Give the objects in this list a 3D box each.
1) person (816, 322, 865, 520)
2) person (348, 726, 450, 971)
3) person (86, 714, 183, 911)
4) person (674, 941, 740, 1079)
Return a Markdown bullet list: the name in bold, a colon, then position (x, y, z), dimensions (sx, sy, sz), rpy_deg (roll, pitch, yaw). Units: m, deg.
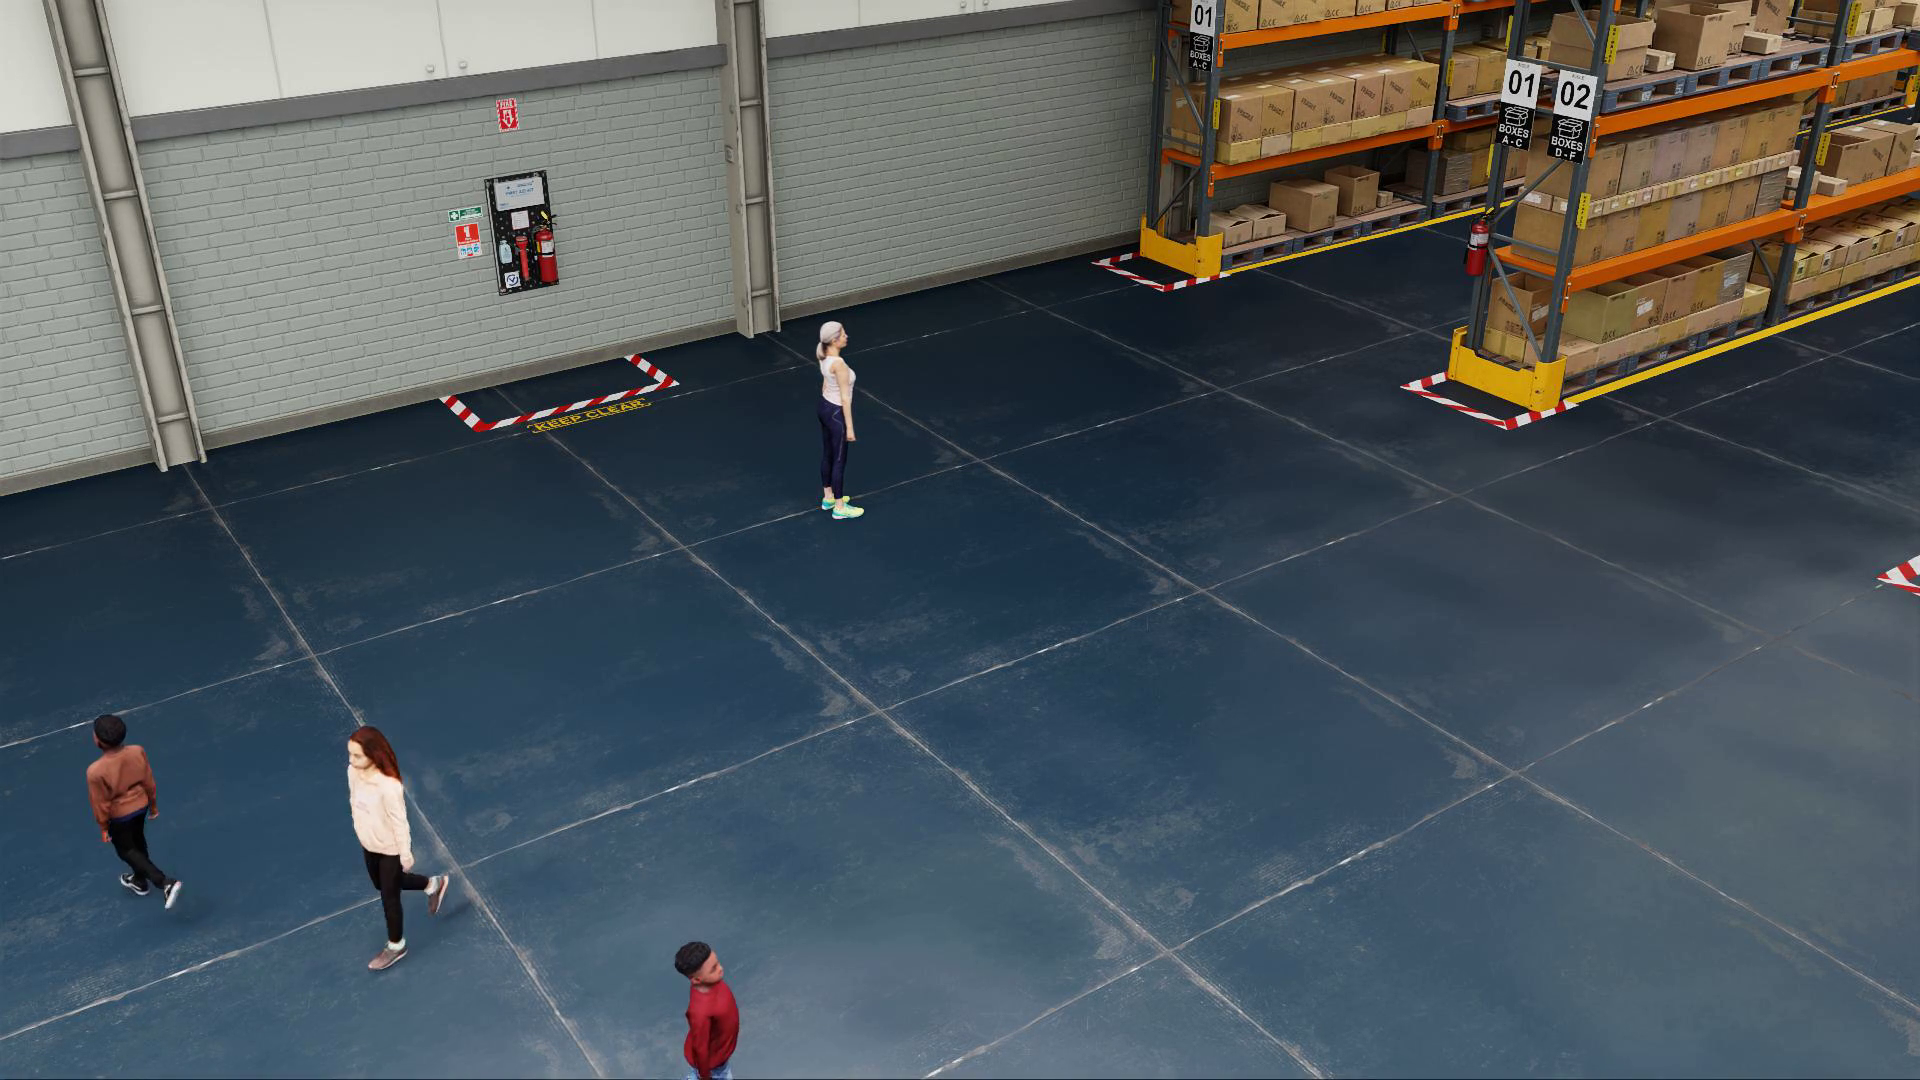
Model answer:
- **person**: position (-1.051, -1.016, 13.909), dimensions (0.565, 1.703, 0.619), rpy_deg (-13, 30, -24)
- **person**: position (-3.077, 1.618, 9.048), dimensions (0.739, 1.470, 0.921), rpy_deg (18, 32, 31)
- **person**: position (-4.690, 1.556, 9.419), dimensions (0.796, 1.240, 0.831), rpy_deg (14, 30, 25)
- **person**: position (-1.235, 2.387, 7.806), dimensions (0.893, 1.240, 0.740), rpy_deg (-2, 27, -4)
